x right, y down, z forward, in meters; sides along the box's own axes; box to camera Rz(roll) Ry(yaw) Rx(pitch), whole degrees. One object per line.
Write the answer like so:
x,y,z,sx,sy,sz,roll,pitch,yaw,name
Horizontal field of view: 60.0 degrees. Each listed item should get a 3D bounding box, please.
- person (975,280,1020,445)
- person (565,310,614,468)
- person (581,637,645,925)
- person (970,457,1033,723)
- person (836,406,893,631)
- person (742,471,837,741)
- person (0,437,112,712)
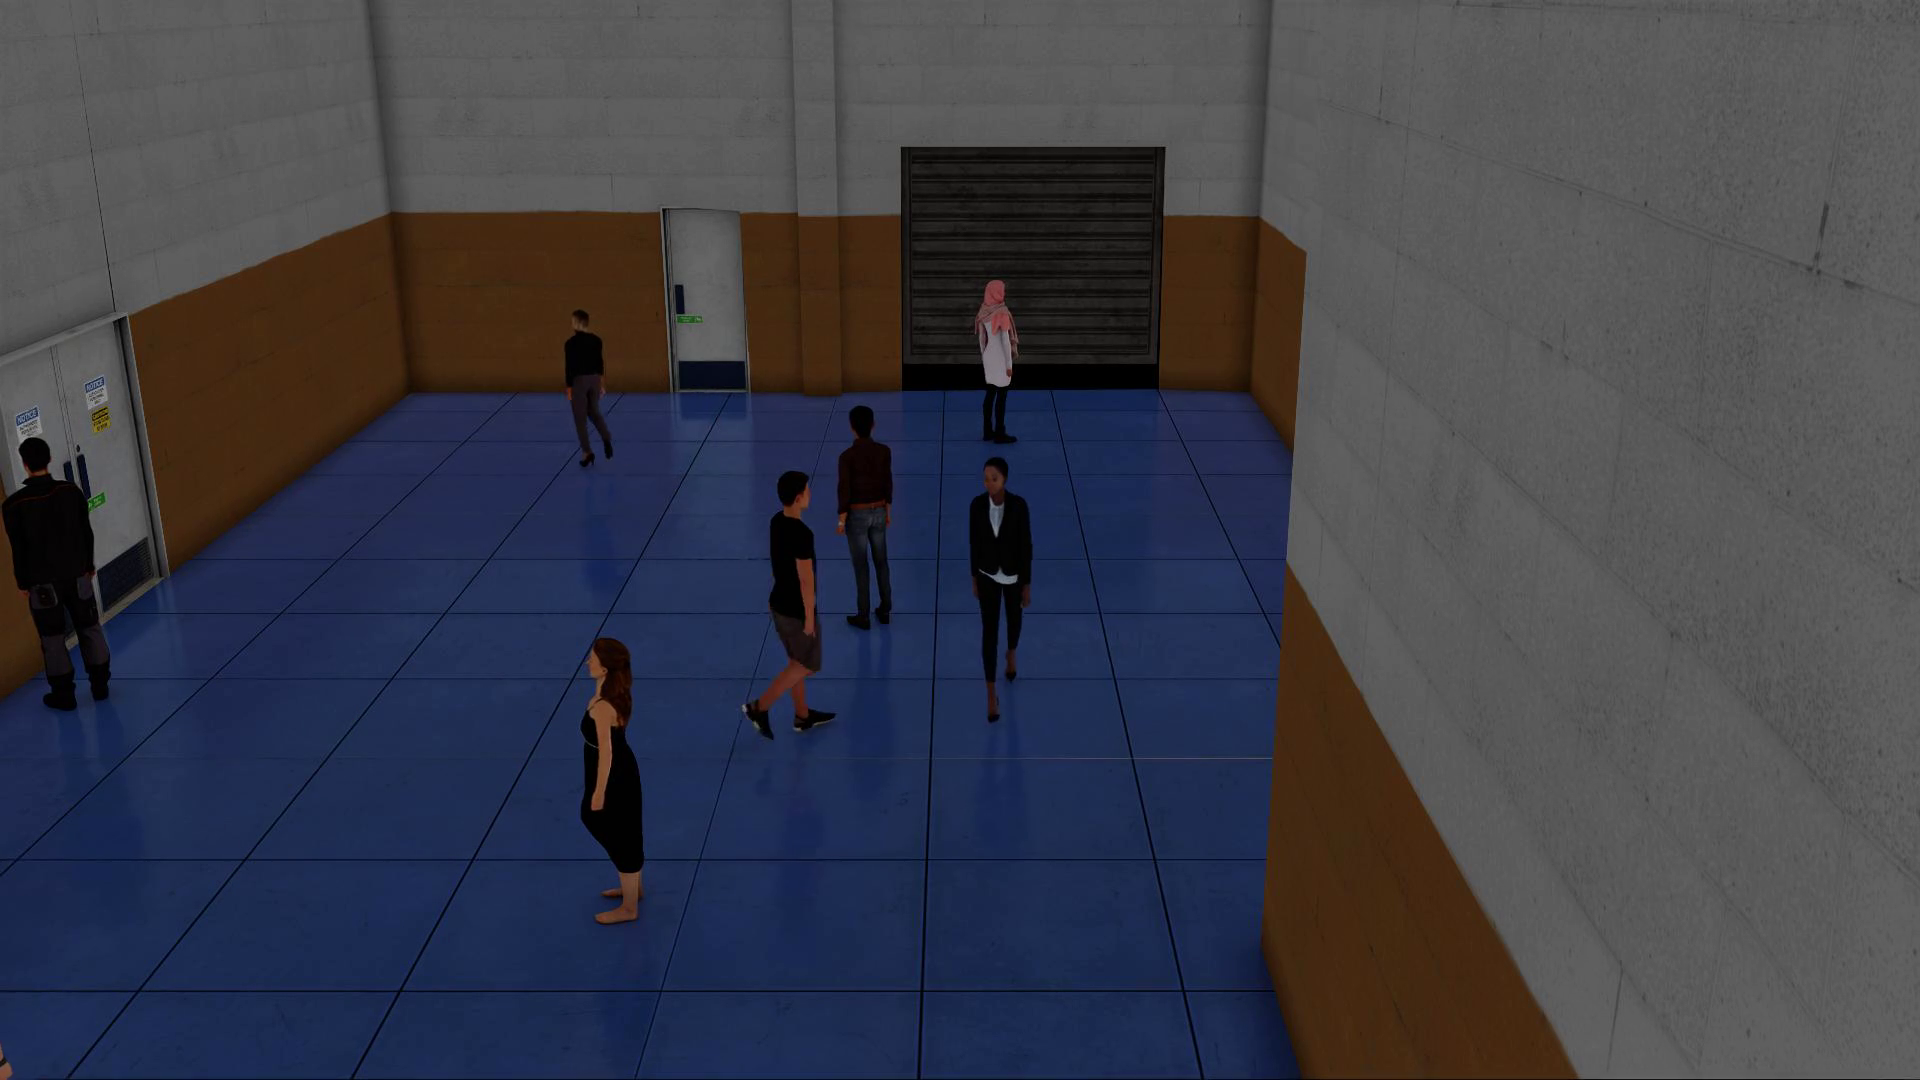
0.403,-1.958,18.269,0.785,1.804,0.745,-14,23,-35,person
-3.840,-1.547,17.275,0.842,1.661,0.778,14,23,36,person
-1.855,1.281,8.944,0.546,1.624,0.557,0,19,1,person
0.313,0.300,11.607,1.124,1.782,0.750,2,19,6,person
-0.725,-0.177,13.029,0.650,1.777,0.772,-12,22,-31,person
-1.176,0.454,11.045,1.089,1.850,0.955,-11,22,-30,person
-6.287,0.223,11.579,0.828,1.946,0.787,15,24,38,person
